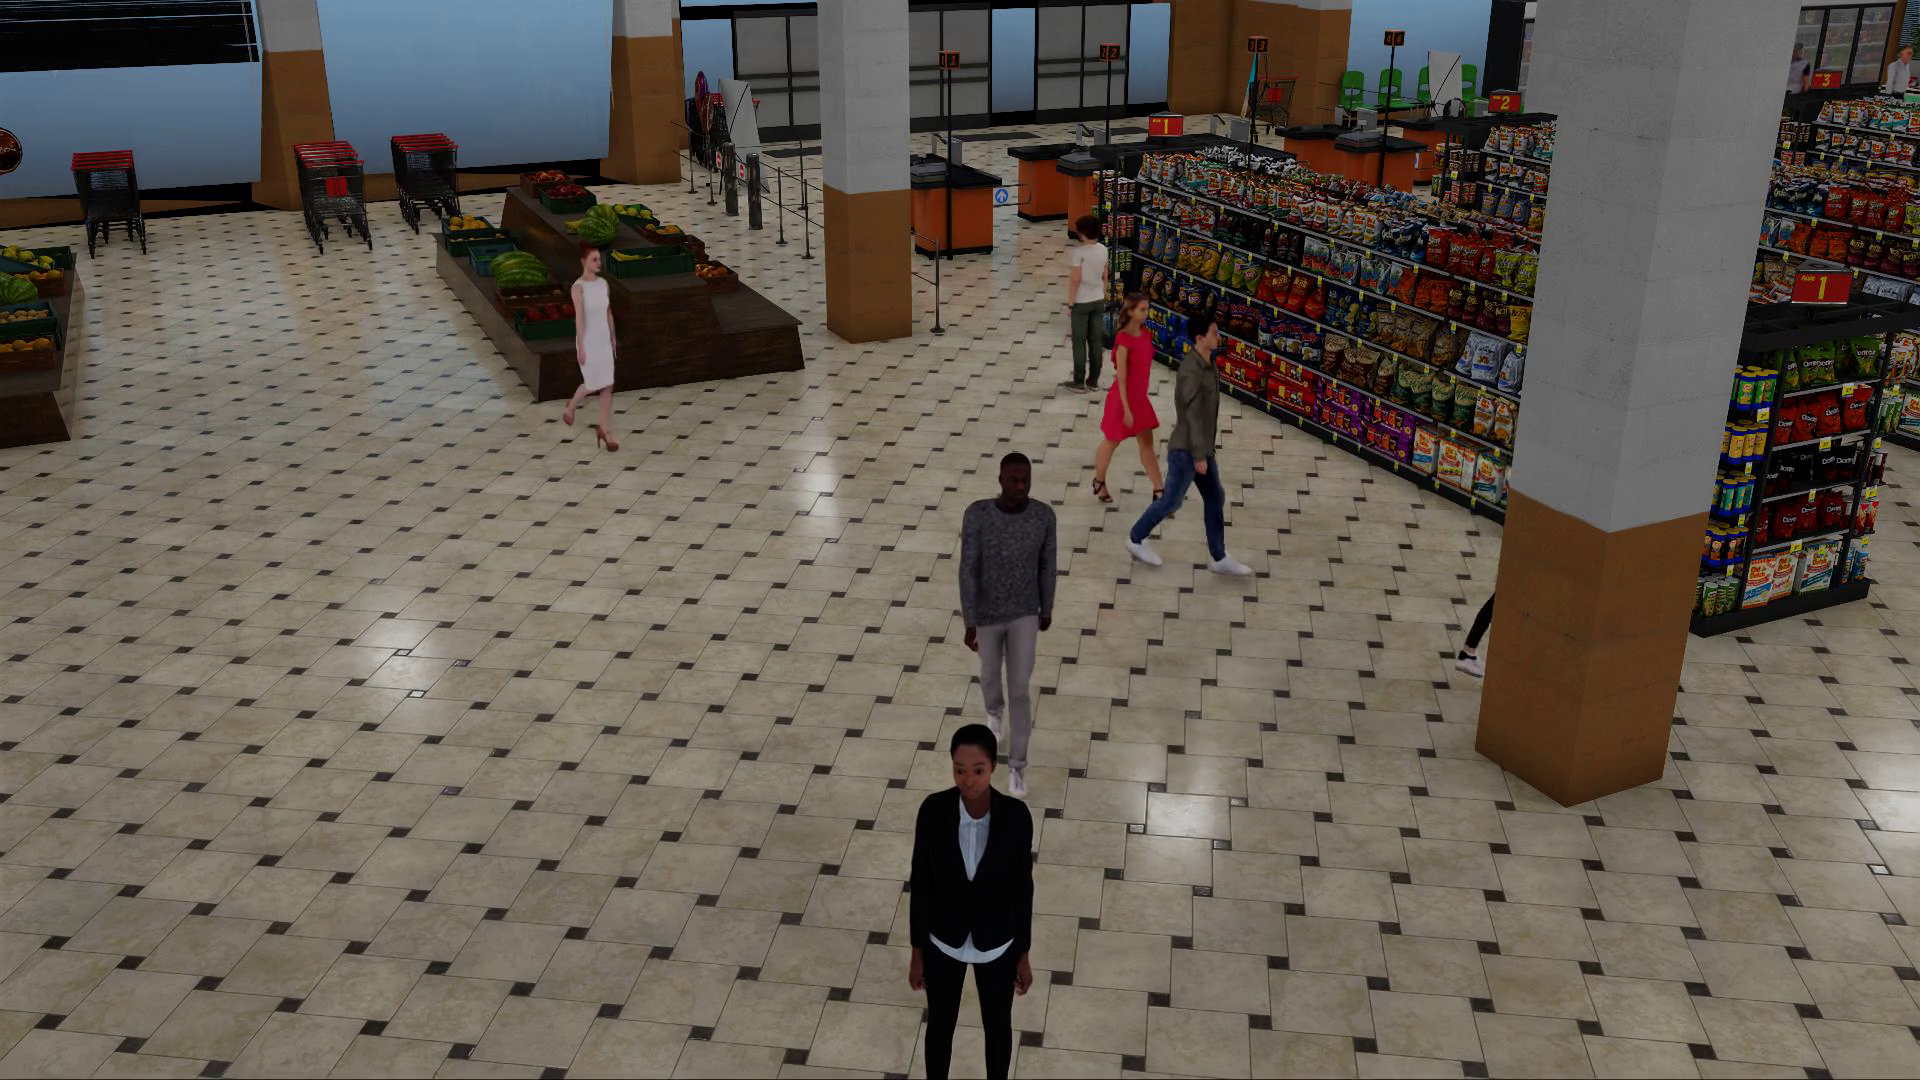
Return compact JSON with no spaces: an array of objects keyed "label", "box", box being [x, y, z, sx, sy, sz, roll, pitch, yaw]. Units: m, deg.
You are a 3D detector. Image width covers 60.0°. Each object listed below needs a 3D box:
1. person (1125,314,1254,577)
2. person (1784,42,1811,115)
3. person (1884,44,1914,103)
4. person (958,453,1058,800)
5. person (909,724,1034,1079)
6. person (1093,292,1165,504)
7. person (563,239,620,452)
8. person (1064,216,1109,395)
[{"label":"person","box":[1.491,-0.634,11.350,1.267,1.837,1.138,11,24,25]},{"label":"person","box":[14.470,-7.722,29.078,1.271,1.772,1.168,15,27,33]},{"label":"person","box":[16.318,-7.739,29.059,0.646,1.818,0.560,-11,24,-25]},{"label":"person","box":[0.229,0.379,8.900,1.012,1.784,1.294,-1,22,-2]},{"label":"person","box":[0.041,1.499,6.046,0.678,1.834,0.674,1,22,3]},{"label":"person","box":[1.196,-1.050,12.583,1.085,1.690,0.835,19,28,38]},{"label":"person","box":[-3.103,-1.599,13.834,0.925,1.776,0.807,14,26,31]},{"label":"person","box":[1.180,-2.200,15.493,0.610,1.654,0.569,-11,24,-24]}]
